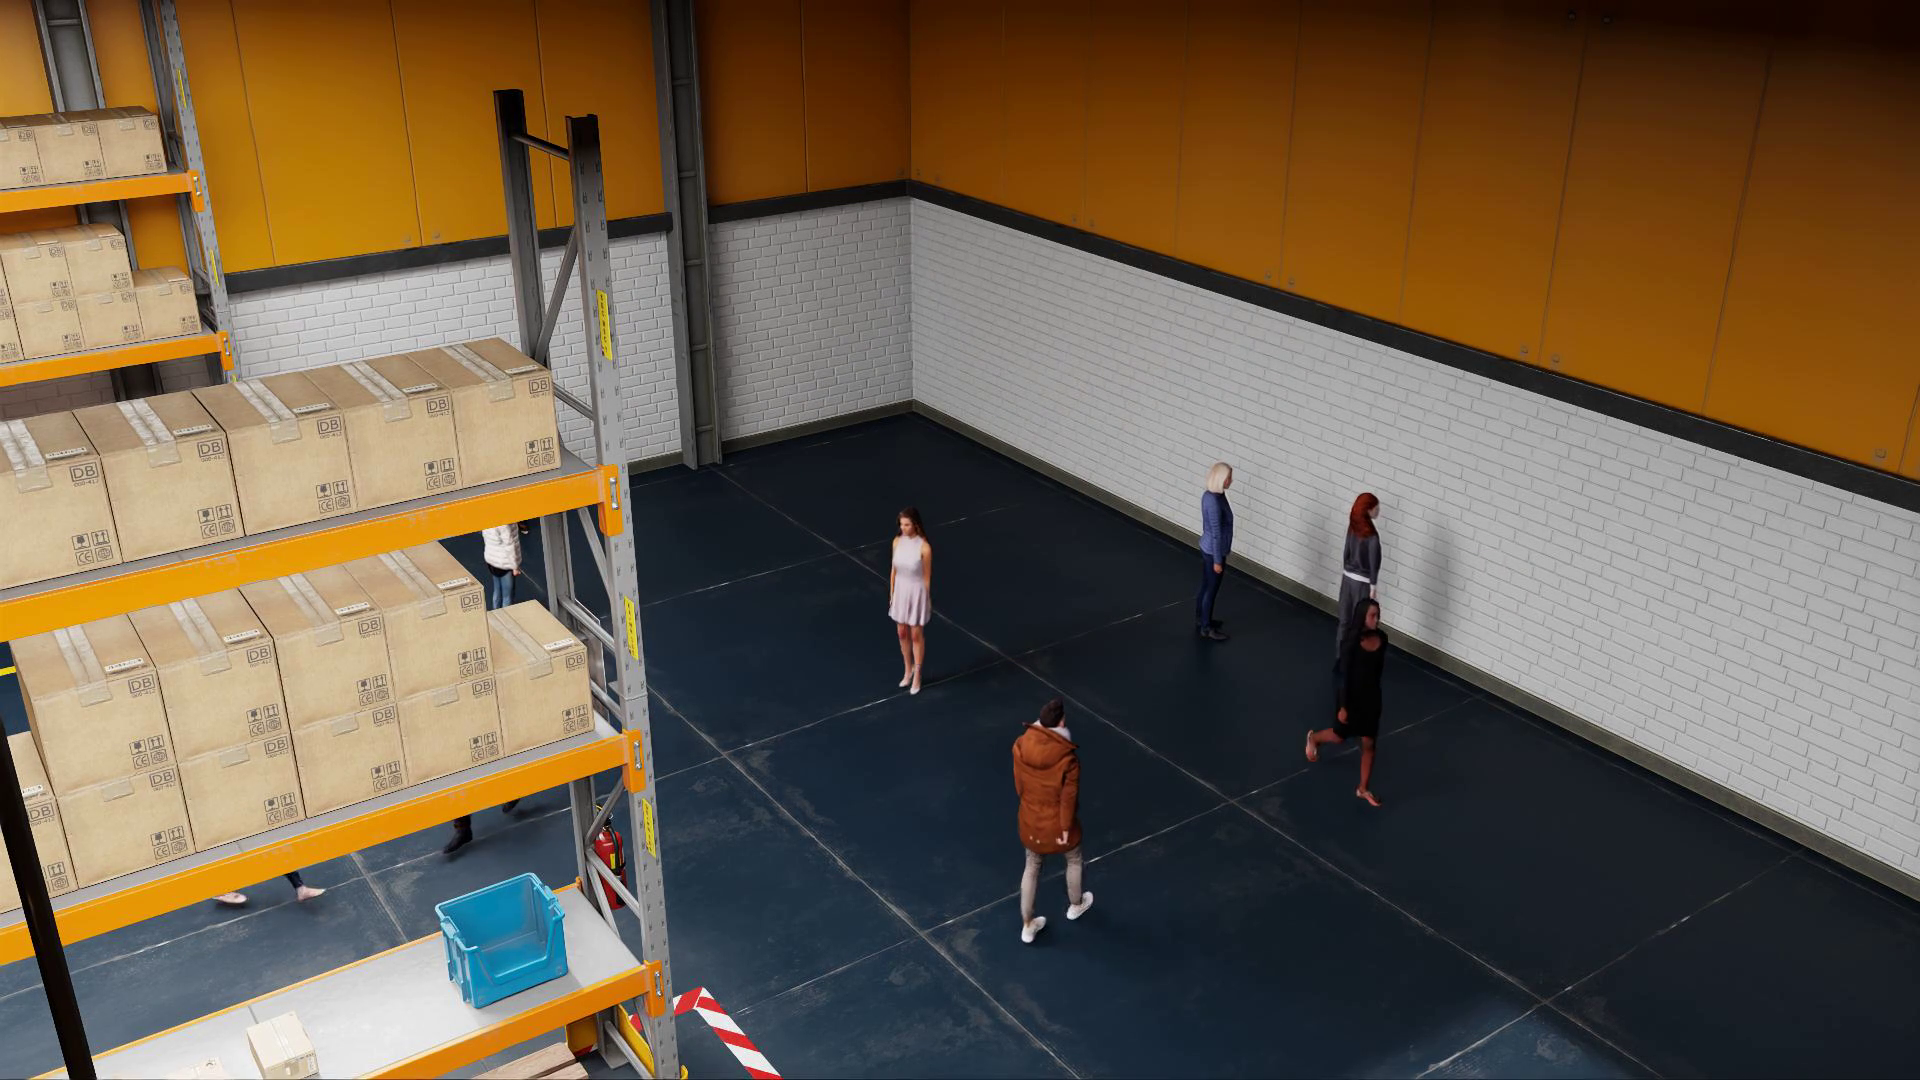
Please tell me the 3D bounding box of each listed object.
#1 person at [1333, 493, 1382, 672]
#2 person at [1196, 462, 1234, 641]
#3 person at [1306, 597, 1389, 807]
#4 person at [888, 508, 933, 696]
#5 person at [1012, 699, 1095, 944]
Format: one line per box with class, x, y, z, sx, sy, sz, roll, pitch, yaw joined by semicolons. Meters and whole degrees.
person;3.585;0.410;14.951;0.567;1.781;0.620;-9;25;-20
person;2.390;0.088;15.739;0.736;1.740;0.724;0;24;-1
person;3.088;1.238;13.166;1.037;1.695;0.813;-11;26;-23
person;-0.419;0.524;14.705;0.653;1.770;0.696;13;27;27
person;0.561;1.959;11.369;0.914;1.813;1.031;14;27;28
